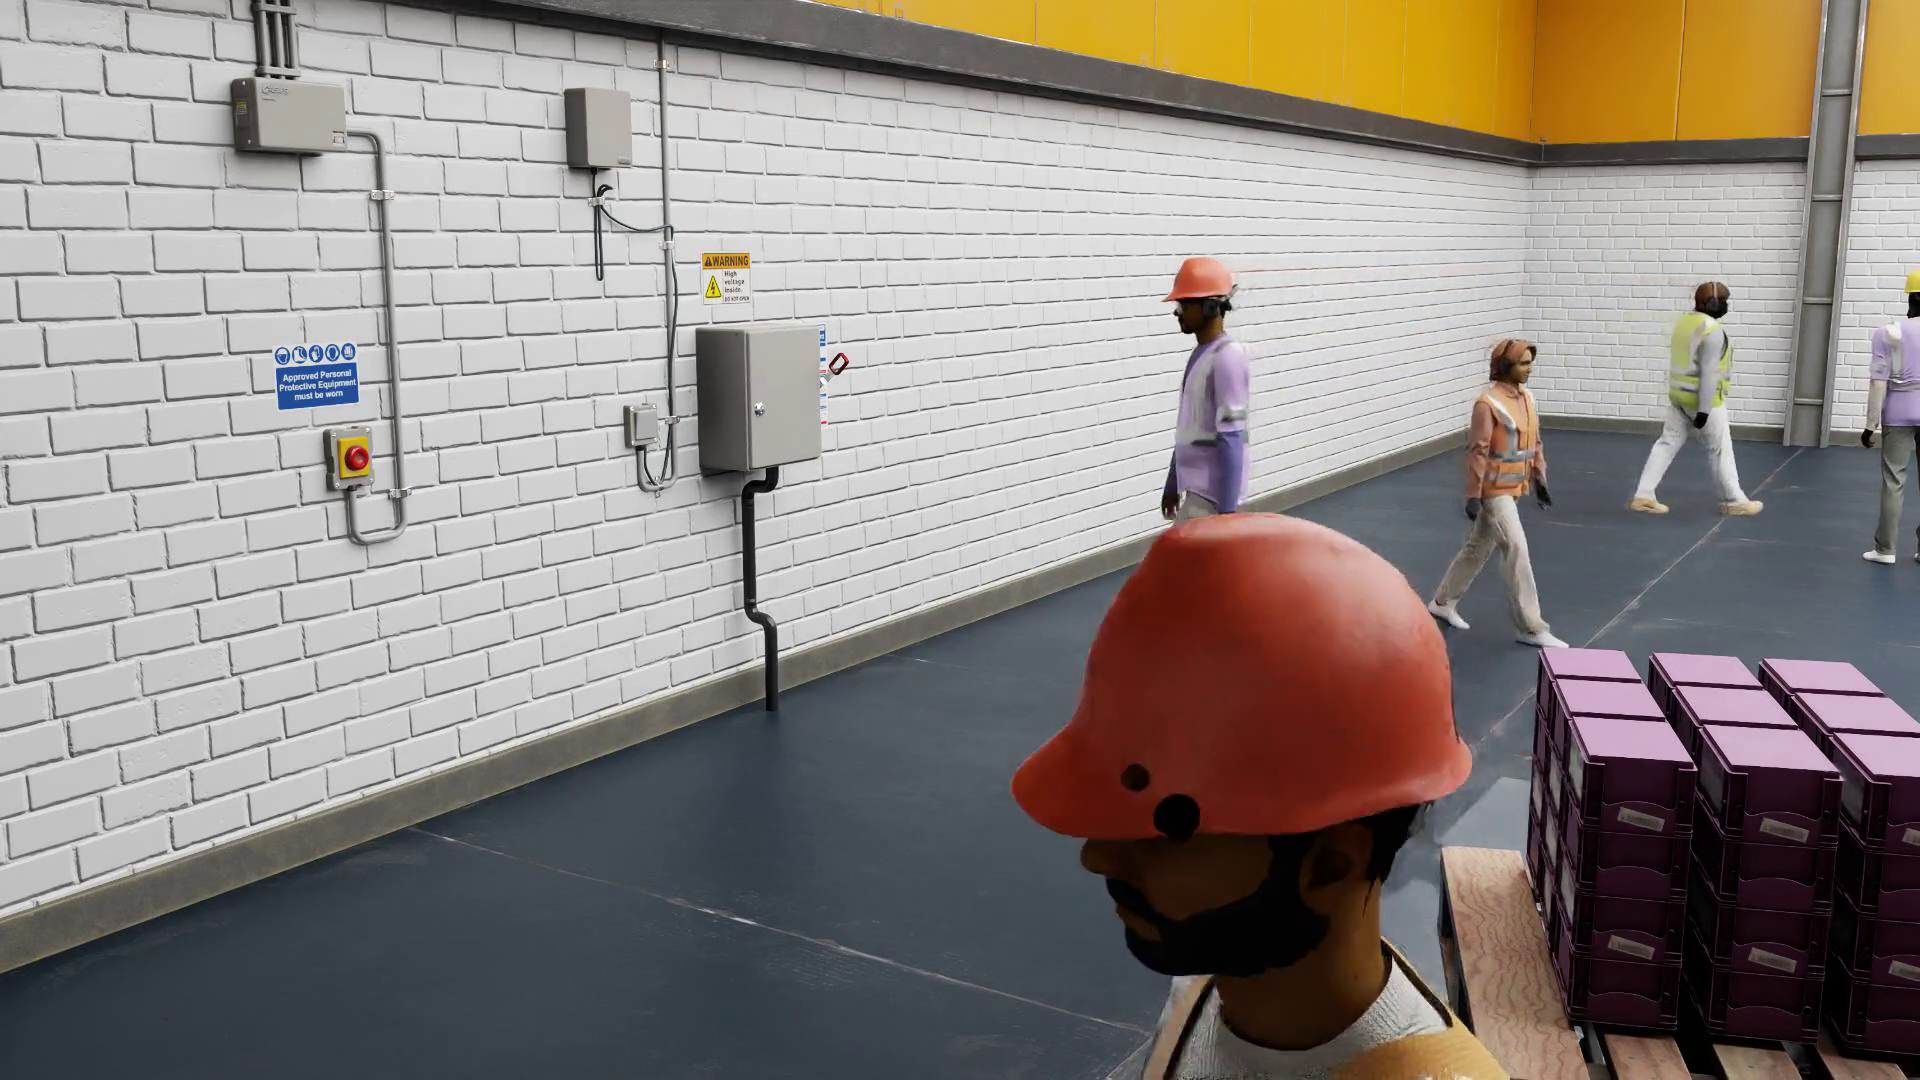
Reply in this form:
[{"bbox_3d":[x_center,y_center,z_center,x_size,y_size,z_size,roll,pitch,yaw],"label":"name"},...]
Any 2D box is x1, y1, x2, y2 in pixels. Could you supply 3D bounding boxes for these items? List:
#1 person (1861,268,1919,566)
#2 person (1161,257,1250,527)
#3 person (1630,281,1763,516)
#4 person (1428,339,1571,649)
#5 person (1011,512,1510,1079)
[{"bbox_3d":[6.148,-0.787,10.740,0.585,1.929,0.375,2,10,10],"label":"person"},{"bbox_3d":[1.044,-0.242,7.452,0.476,2.026,0.625,0,10,-1],"label":"person"},{"bbox_3d":[5.649,-1.070,12.691,0.964,1.797,0.620,-1,10,-6],"label":"person"},{"bbox_3d":[2.845,-0.261,8.757,0.854,1.597,0.525,10,14,43],"label":"person"},{"bbox_3d":[0.256,0.930,1.298,0.543,1.927,0.578,-1,10,-8],"label":"person"}]
